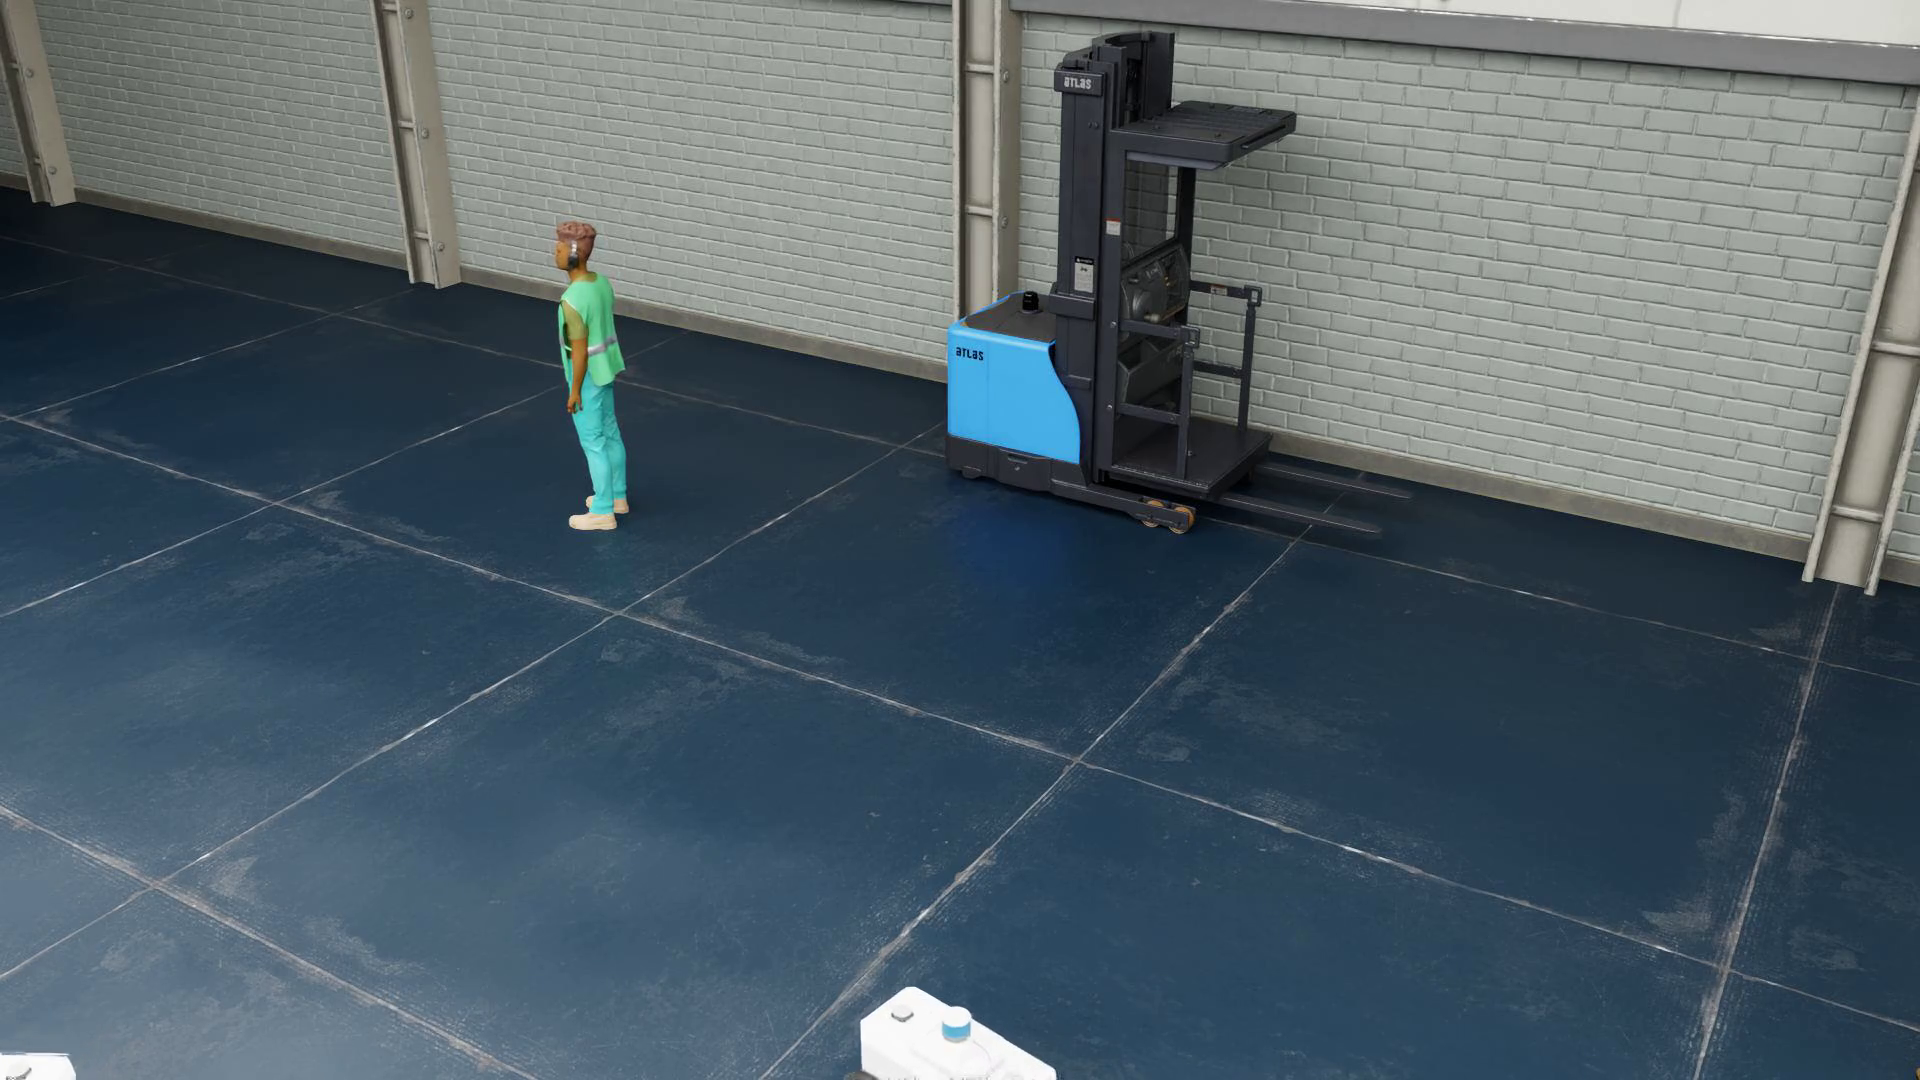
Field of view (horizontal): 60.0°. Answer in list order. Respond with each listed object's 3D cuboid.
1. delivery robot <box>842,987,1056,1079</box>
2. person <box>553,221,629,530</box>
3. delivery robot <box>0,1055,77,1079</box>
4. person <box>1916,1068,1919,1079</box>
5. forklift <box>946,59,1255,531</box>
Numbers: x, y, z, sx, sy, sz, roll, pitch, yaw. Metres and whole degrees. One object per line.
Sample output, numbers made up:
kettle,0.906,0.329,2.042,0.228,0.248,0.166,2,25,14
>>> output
delivery robot,-0.031,1.916,5.893,0.807,0.613,0.499,20,32,36
person,-2.309,-1.021,10.421,0.398,1.978,0.489,5,26,10
delivery robot,-3.232,2.072,5.511,0.499,0.568,0.747,1,25,2
person,3.778,1.208,5.804,0.560,1.896,0.358,-6,26,-13
forklift,0.933,-1.707,10.833,1.873,2.768,1.129,15,29,28
